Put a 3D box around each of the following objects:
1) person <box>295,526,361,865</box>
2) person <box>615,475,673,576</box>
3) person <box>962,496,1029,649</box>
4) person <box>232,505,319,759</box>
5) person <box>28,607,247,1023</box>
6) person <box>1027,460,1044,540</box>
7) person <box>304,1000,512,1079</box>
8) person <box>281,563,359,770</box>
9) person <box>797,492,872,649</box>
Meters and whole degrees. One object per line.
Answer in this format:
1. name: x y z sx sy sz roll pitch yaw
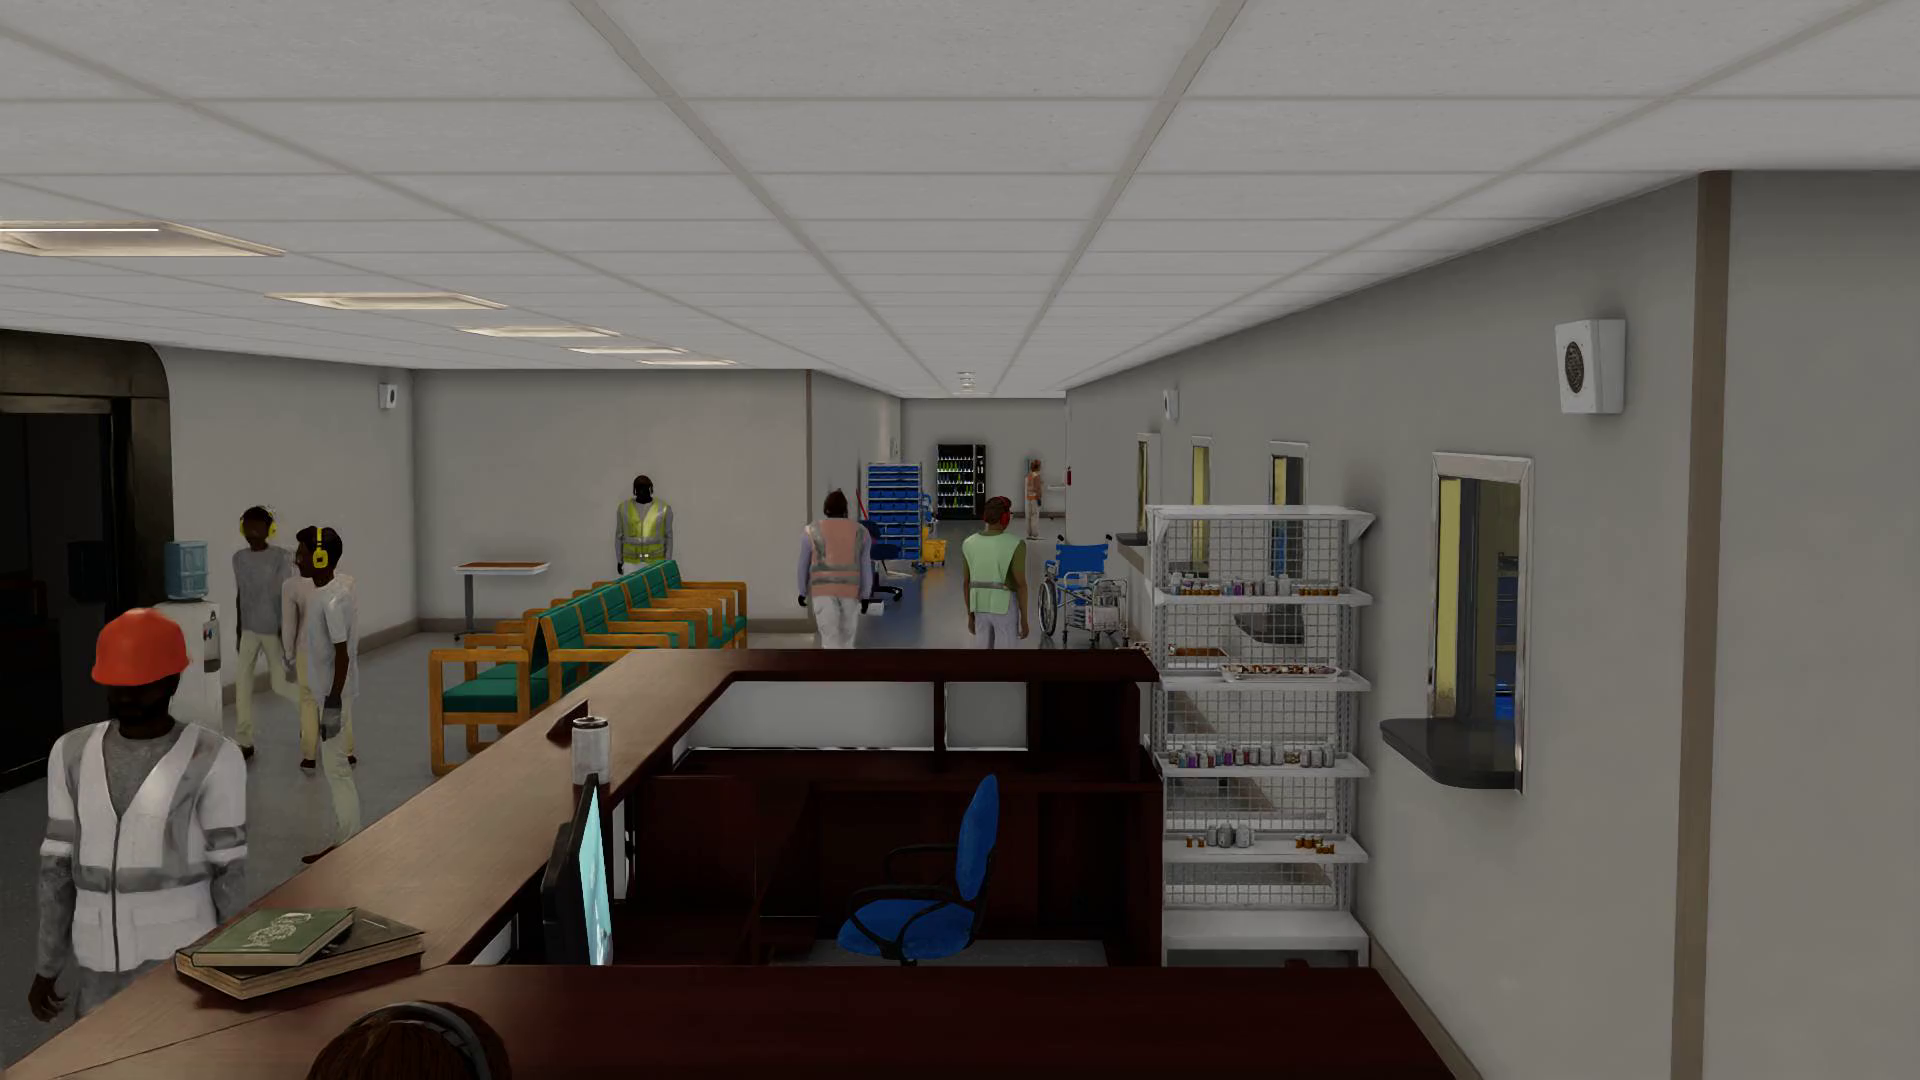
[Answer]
1. person: -3.367 0.855 8.868 0.310 1.868 0.533 -2 4 -23
2. person: -3.418 0.220 17.983 0.627 1.844 0.429 0 4 -5
3. person: 0.273 0.584 12.840 0.564 1.846 0.390 3 5 32
4. person: -4.996 0.652 12.051 0.531 1.833 0.820 1 4 10
5. person: -2.283 1.129 4.732 0.555 1.916 0.837 0 4 4
6. person: 1.523 -0.814 33.885 0.310 1.638 0.523 -1 4 -19
7. person: -0.546 1.383 1.702 0.622 1.839 0.429 1 4 8
8. person: -4.438 0.780 11.553 0.501 1.633 0.284 -1 4 -20
9. person: -1.128 0.471 14.762 0.627 1.790 0.964 -1 4 -17
